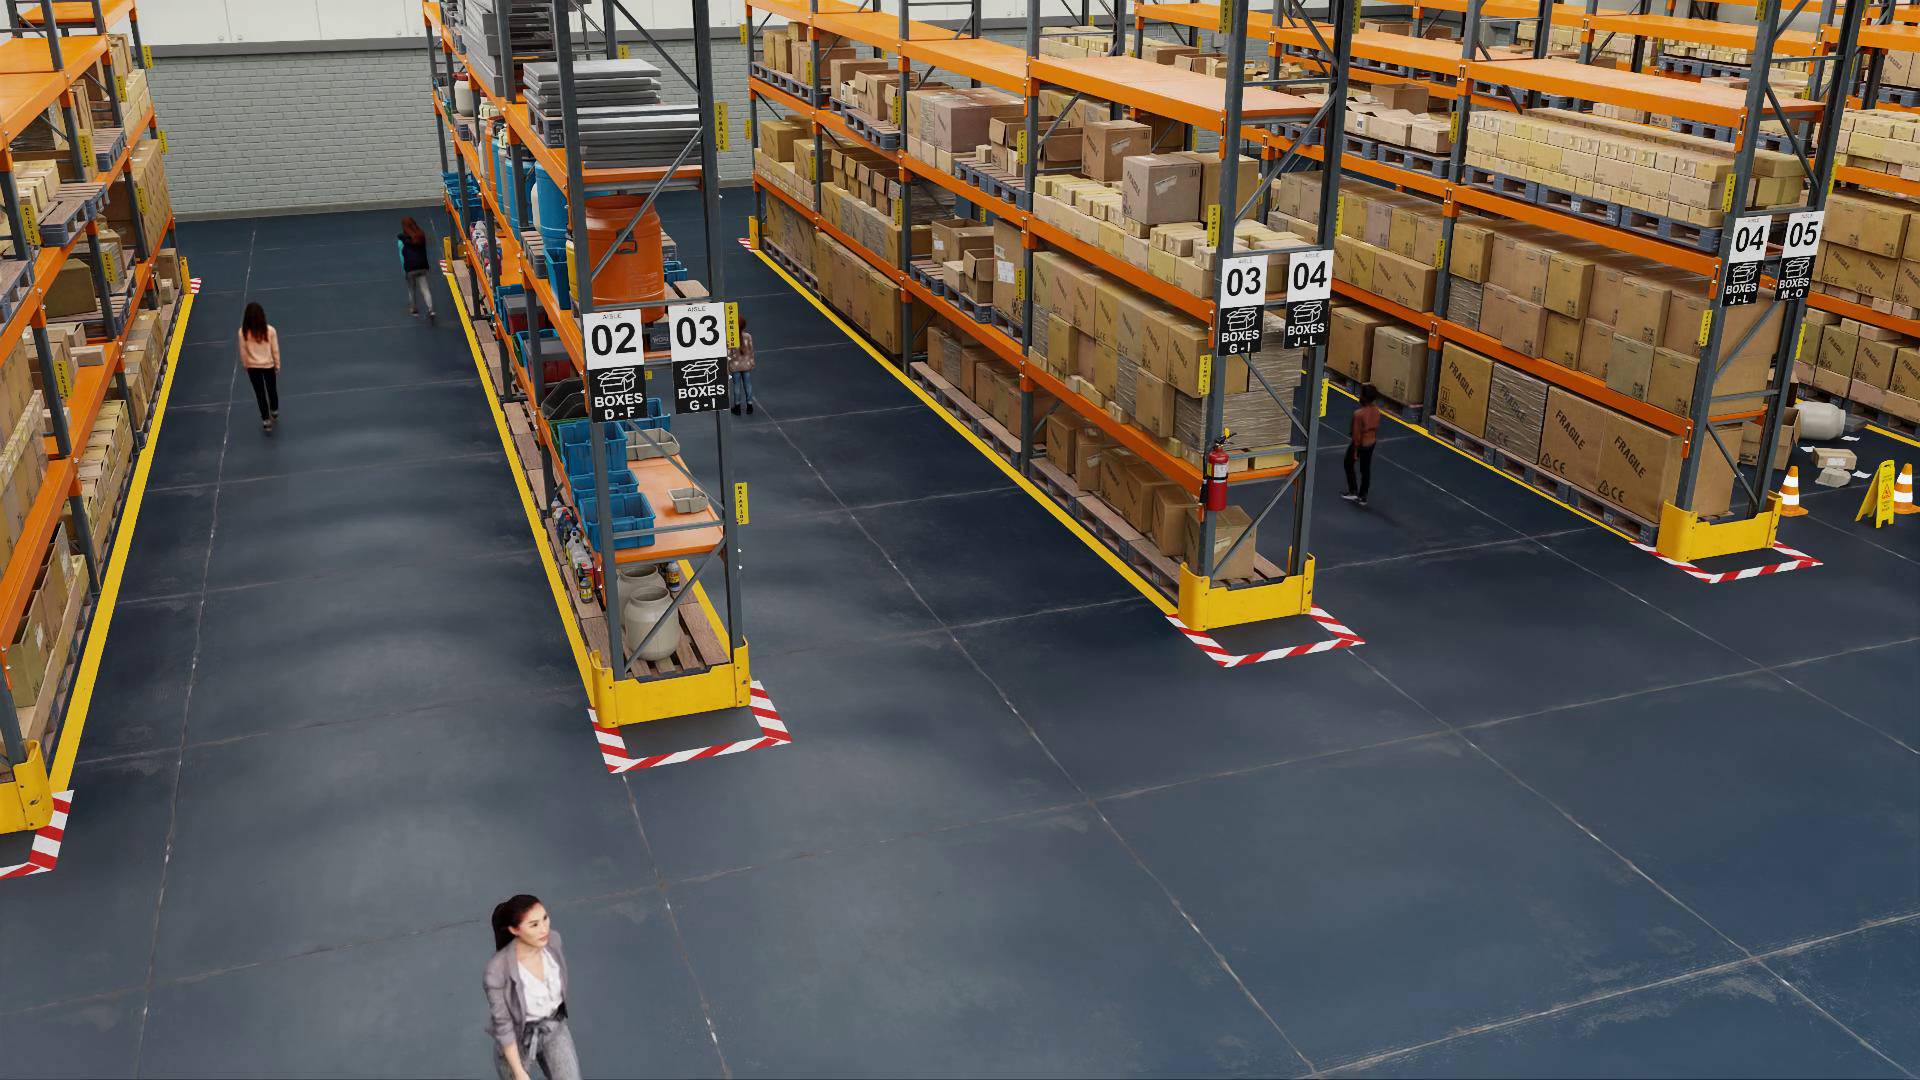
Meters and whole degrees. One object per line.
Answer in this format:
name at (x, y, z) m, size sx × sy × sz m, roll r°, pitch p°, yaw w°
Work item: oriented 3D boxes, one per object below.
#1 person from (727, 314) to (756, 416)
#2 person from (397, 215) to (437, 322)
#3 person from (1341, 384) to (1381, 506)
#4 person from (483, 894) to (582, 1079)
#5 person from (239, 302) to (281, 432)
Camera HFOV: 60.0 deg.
person at (-2.577, -2.061, 19.509) m, size 0.486 × 1.194 × 0.451 m, roll -8°, pitch 24°, yaw -19°
person at (-7.612, -3.789, 23.373) m, size 0.757 × 1.468 × 1.057 m, roll -15°, pitch 26°, yaw -32°
person at (4.090, -0.942, 16.709) m, size 0.558 × 1.244 × 0.548 m, roll -12°, pitch 25°, yaw -26°
person at (-2.112, 2.417, 7.986) m, size 1.173 × 1.629 × 0.945 m, roll 19°, pitch 29°, yaw 38°
person at (-7.942, -1.942, 18.879) m, size 0.613 × 1.451 × 0.970 m, roll -10°, pitch 24°, yaw -22°
